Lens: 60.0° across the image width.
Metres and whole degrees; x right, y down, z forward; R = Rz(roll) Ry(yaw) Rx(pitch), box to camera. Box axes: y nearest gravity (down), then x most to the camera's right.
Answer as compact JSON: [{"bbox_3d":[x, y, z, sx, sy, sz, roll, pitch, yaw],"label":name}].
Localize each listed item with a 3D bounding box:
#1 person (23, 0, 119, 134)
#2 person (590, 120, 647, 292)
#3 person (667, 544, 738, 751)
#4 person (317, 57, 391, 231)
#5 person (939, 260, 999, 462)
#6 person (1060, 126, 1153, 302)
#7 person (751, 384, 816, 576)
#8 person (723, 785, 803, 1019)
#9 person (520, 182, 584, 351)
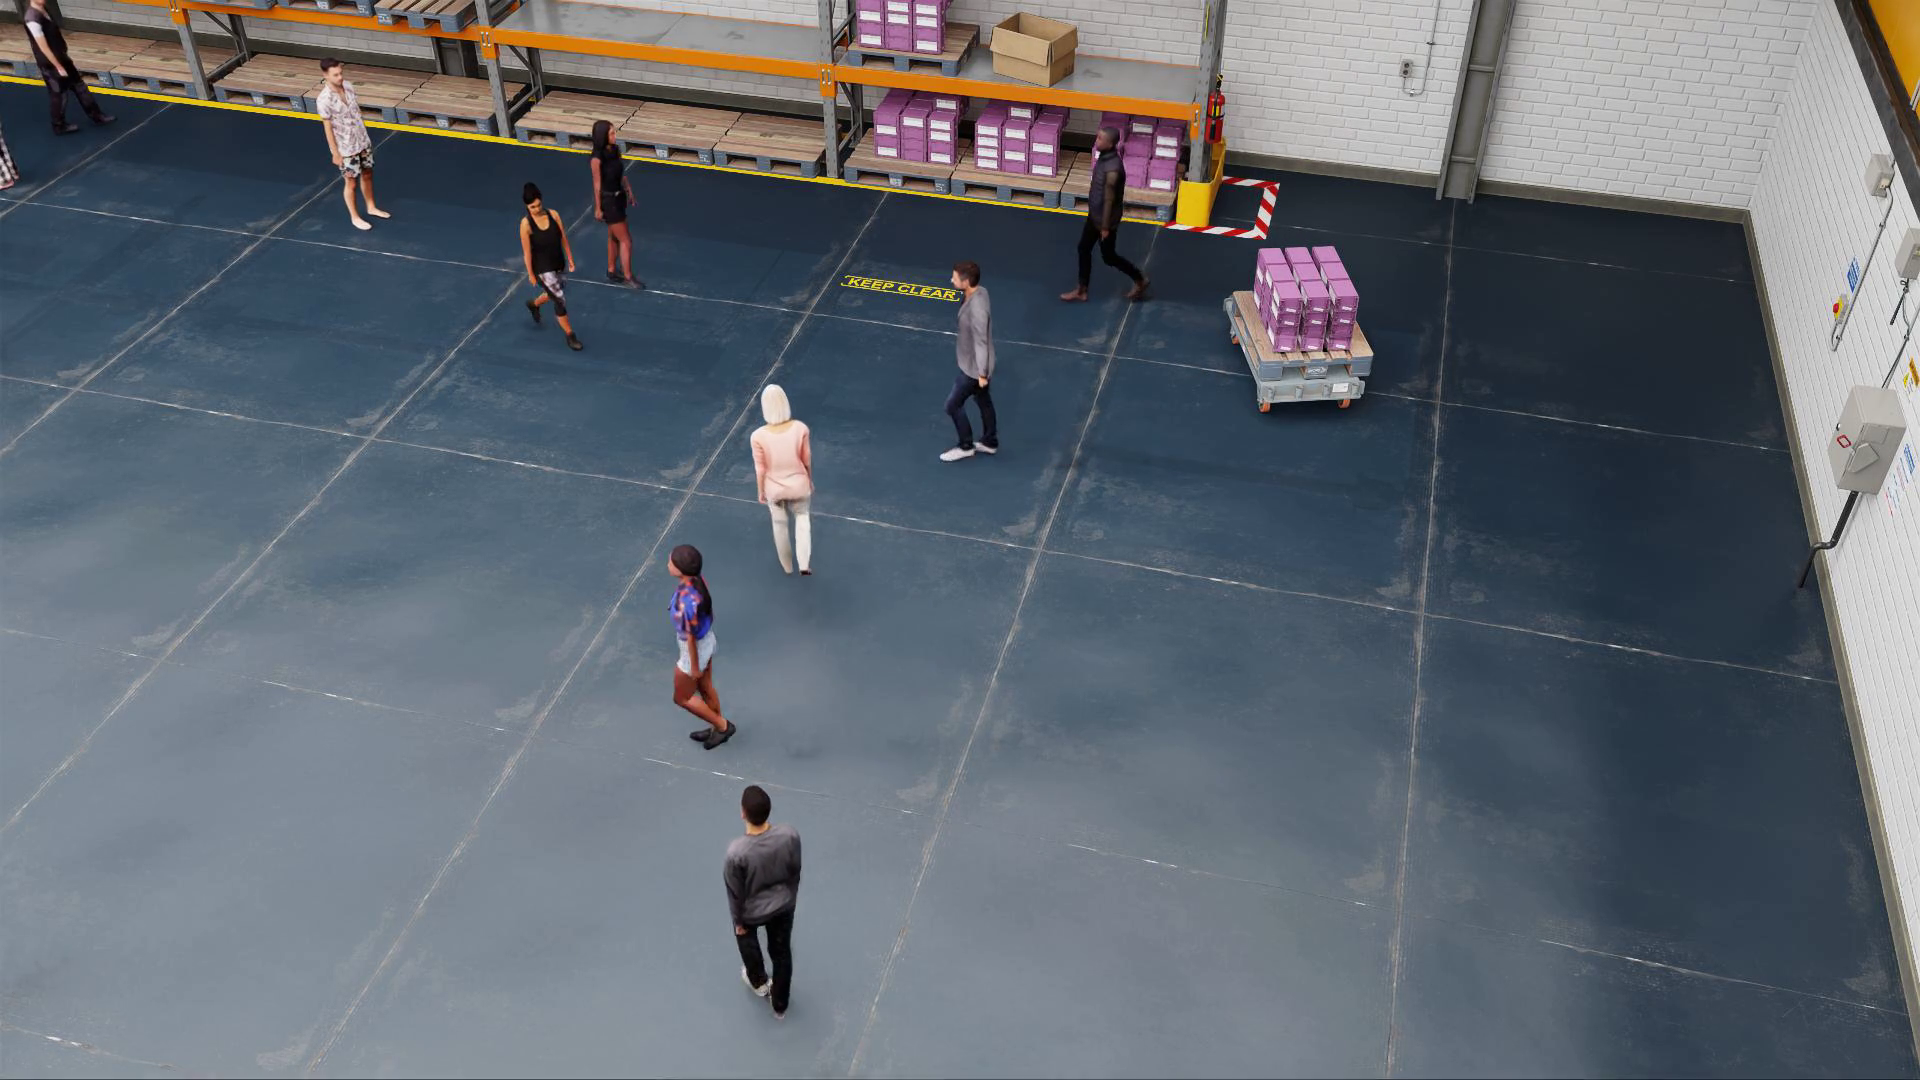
[{"bbox_3d":[-10.318,-5.394,18.736,1.105,1.808,0.980,-11,40,-13],"label":"person"},{"bbox_3d":[-3.446,-3.247,16.115,0.750,1.725,0.649,12,40,15],"label":"person"},{"bbox_3d":[-1.677,0.750,11.106,0.689,1.729,0.661,-1,39,-1],"label":"person"},{"bbox_3d":[-6.305,-4.107,17.122,0.619,1.811,0.704,16,41,19],"label":"person"},{"bbox_3d":[0.219,-1.463,13.781,0.803,1.849,0.789,1,39,2],"label":"person"},{"bbox_3d":[1.453,-3.047,15.798,1.245,1.806,1.004,-6,39,-7],"label":"person"},{"bbox_3d":[-1.296,-0.370,12.523,0.825,1.711,0.854,-8,39,-10],"label":"person"},{"bbox_3d":[-1.069,2.109,9.390,0.777,1.747,0.841,-16,41,-19],"label":"person"},{"bbox_3d":[-3.838,-2.554,15.308,1.073,1.648,0.846,26,45,28],"label":"person"}]
